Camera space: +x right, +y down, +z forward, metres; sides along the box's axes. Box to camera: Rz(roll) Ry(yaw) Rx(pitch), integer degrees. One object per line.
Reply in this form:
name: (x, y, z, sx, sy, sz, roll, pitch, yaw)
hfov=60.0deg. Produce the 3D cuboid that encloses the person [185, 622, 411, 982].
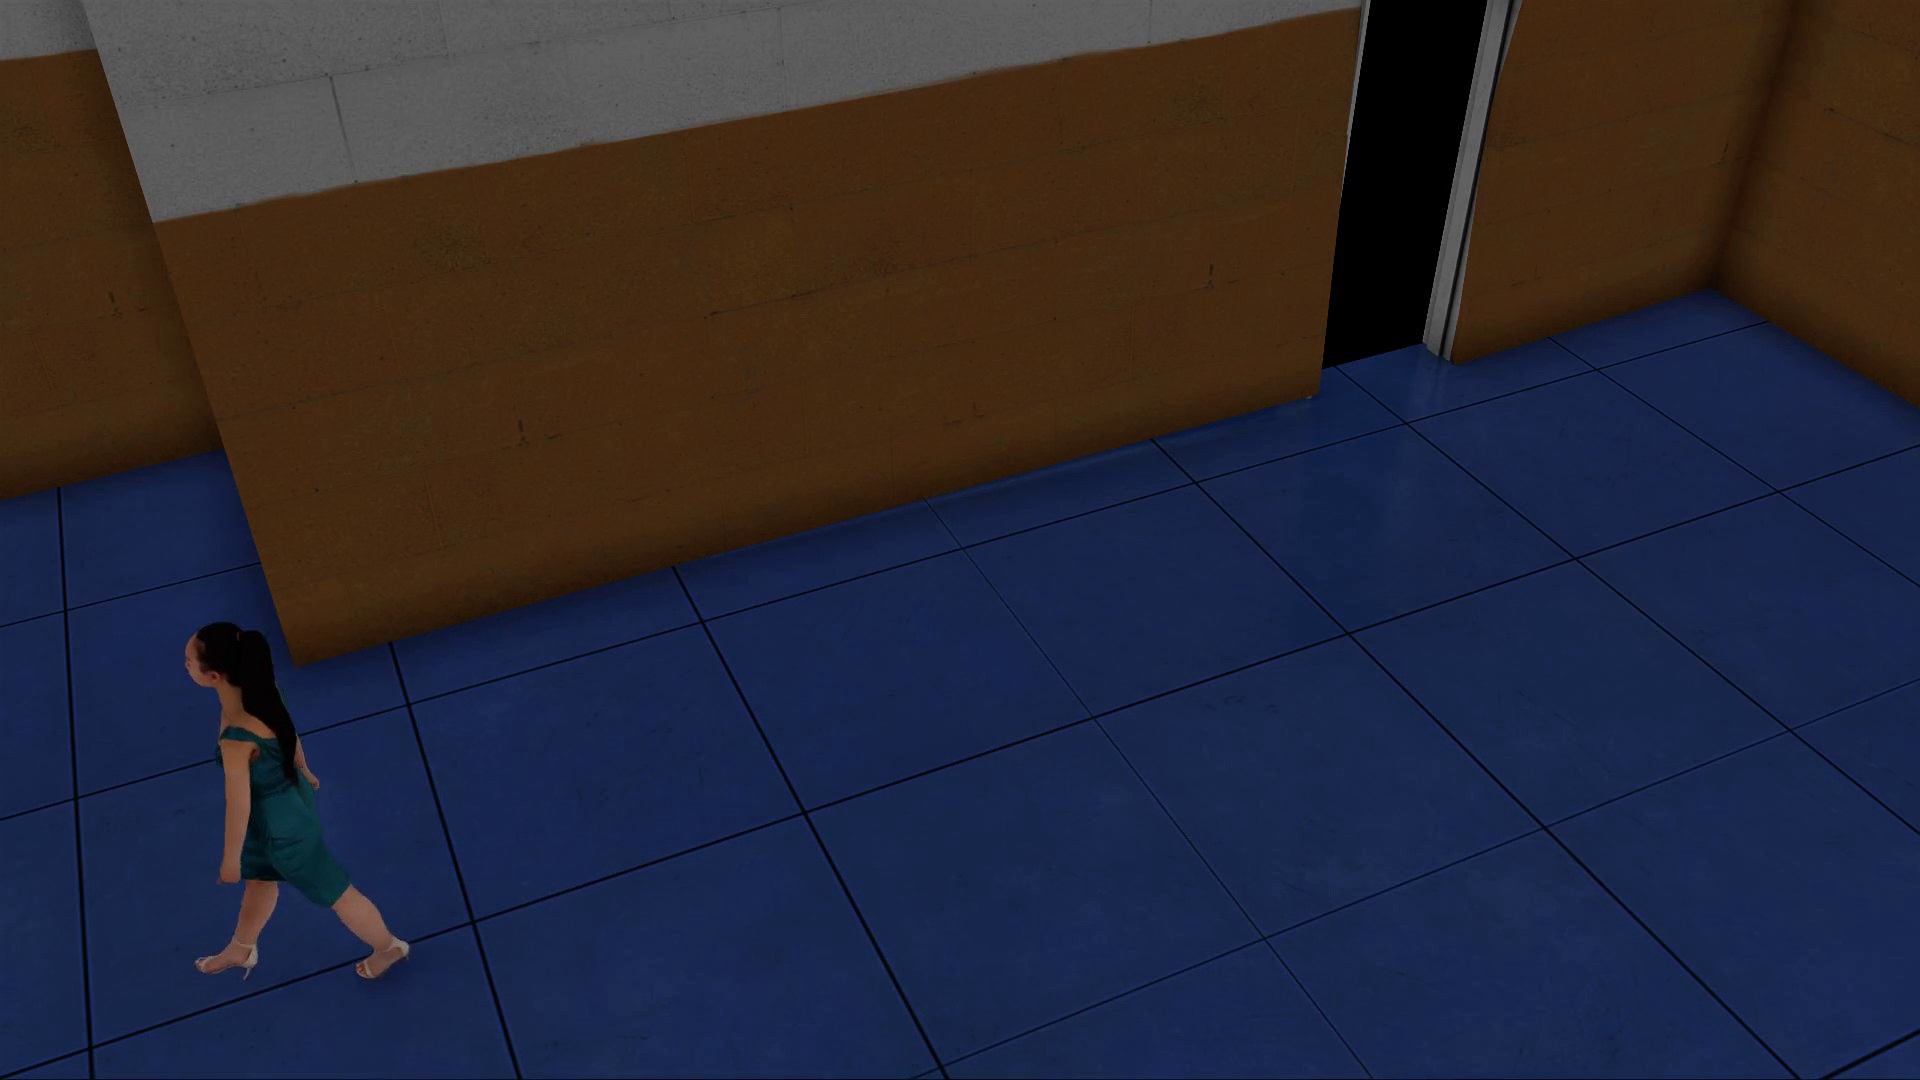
person: (-2.169, 0.944, 5.564, 0.802, 1.653, 0.968, -6, 37, -8)
